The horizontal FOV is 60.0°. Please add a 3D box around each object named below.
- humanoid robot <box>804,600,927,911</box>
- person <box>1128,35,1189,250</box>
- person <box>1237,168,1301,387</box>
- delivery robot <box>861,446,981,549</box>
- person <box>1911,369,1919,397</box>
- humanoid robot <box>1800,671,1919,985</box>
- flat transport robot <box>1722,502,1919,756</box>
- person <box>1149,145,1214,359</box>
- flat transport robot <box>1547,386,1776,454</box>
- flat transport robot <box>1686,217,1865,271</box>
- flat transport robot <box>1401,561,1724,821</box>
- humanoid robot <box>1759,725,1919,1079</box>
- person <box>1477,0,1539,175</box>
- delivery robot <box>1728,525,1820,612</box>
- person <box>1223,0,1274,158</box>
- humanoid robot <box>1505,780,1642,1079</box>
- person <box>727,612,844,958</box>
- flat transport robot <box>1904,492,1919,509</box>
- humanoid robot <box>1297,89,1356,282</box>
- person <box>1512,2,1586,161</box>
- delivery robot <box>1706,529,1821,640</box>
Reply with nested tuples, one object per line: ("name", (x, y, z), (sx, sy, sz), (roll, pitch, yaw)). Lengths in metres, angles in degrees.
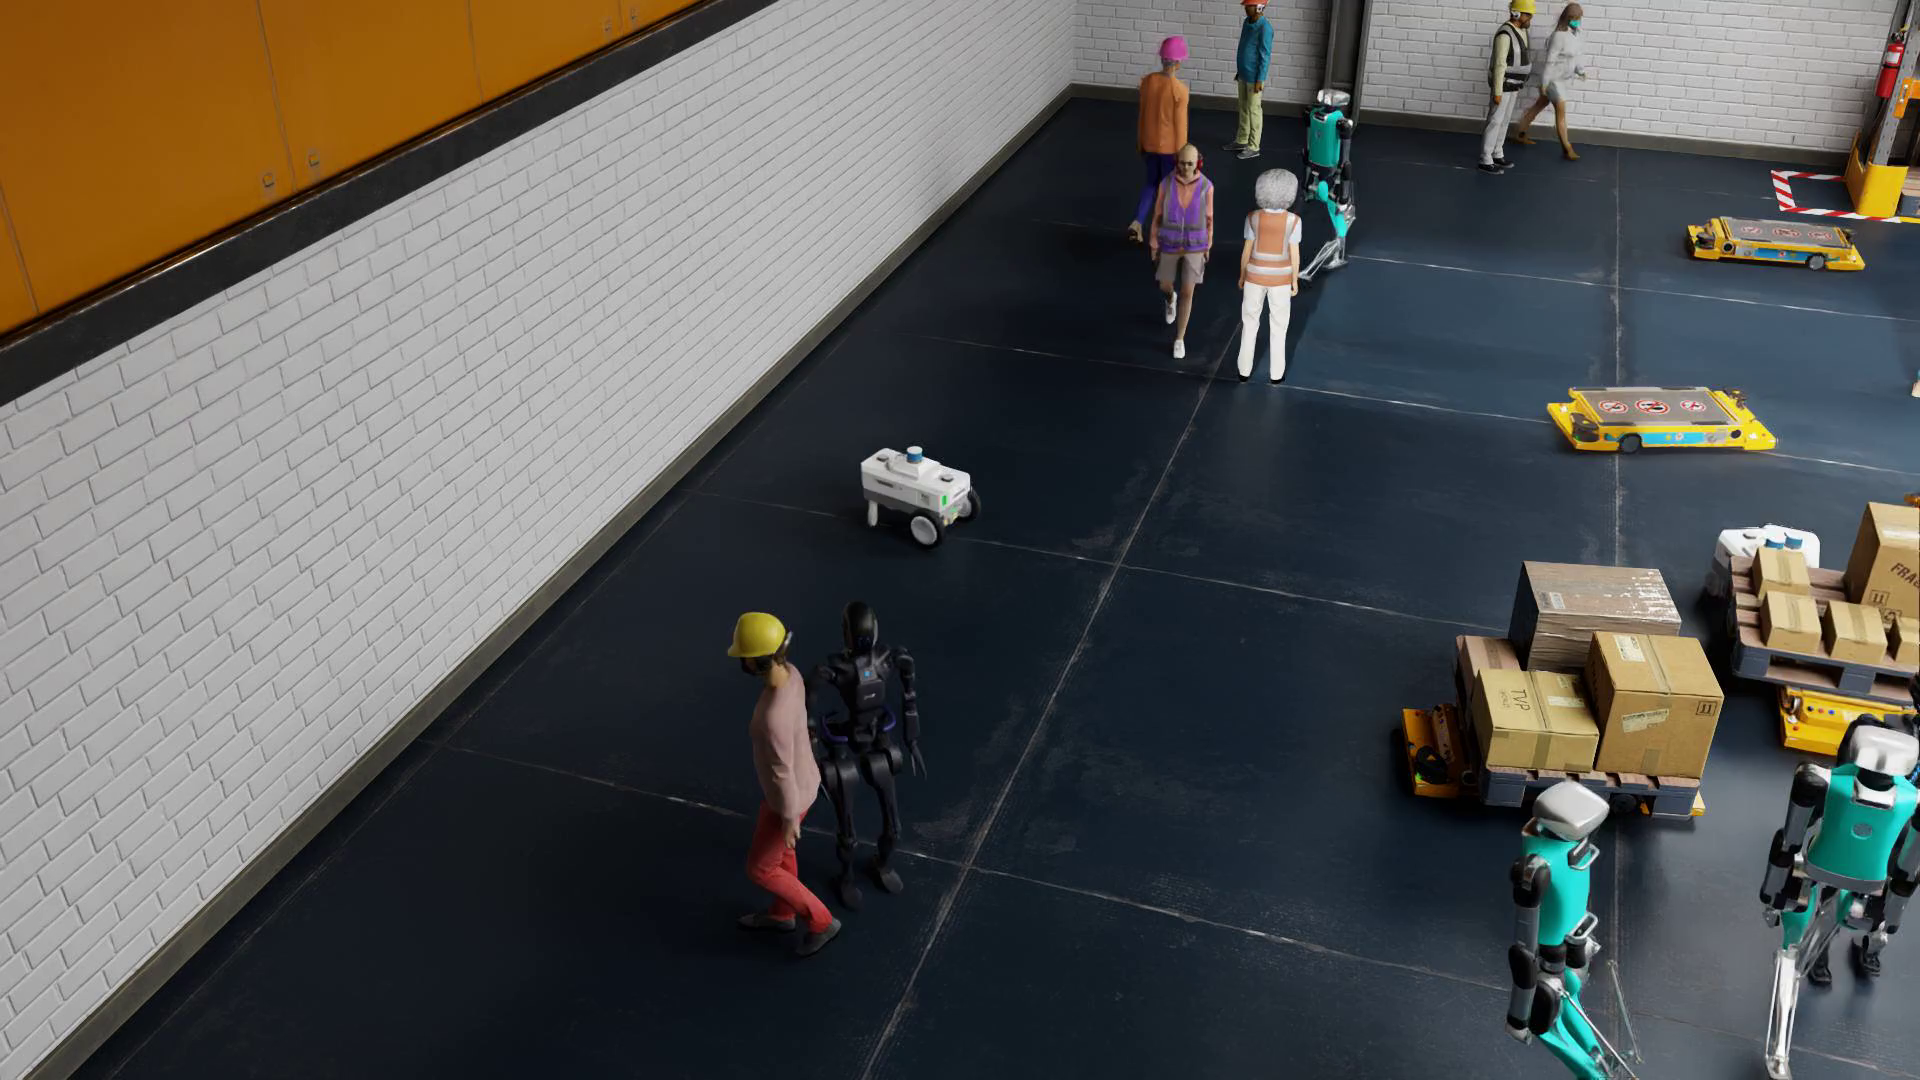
("humanoid robot", (-0.452, 0.974, 7.572), (0.616, 1.648, 0.304), (-13, 33, -21))
("person", (1.817, -3.549, 14.991), (0.520, 1.963, 0.504), (23, 37, 33))
("person", (2.335, -1.978, 12.585), (0.455, 1.687, 0.304), (7, 31, 12))
("delivery robot", (-0.284, -0.328, 10.883), (0.742, 0.575, 0.514), (19, 35, 28))
("person", (7.496, -1.885, 12.263), (0.523, 1.864, 0.376), (20, 36, 30))
("humanoid robot", (3.945, 1.210, 7.177), (0.609, 1.656, 0.405), (7, 31, 11))
("flat transport robot", (4.939, 0.749, 9.351), (0.659, 0.231, 1.431), (10, 32, 16))
("person", (1.762, -2.343, 13.226), (0.497, 1.667, 0.709), (6, 31, 10))
("flat transport robot", (5.100, -0.877, 12.118), (1.431, 0.231, 0.659), (0, 30, -1))
("flat transport robot", (7.469, -2.720, 15.253), (1.431, 0.231, 0.659), (7, 31, 13))
("flat transport robot", (3.084, 1.124, 8.713), (1.431, 0.231, 0.659), (4, 31, 6))
("humanoid robot", (3.570, 1.384, 6.832), (0.537, 1.729, 1.029), (13, 33, 21))
("person", (5.622, -4.684, 17.064), (0.403, 1.824, 0.590), (20, 36, 31))
("delivery robot", (4.920, 0.237, 9.950), (0.499, 0.604, 0.801), (13, 33, 21))
("person", (3.057, -4.933, 17.551), (0.328, 1.750, 0.568), (-9, 32, -15))
("humanoid robot", (2.440, 1.785, 6.152), (0.971, 1.764, 0.549), (25, 39, 36))
("person", (-0.765, 1.097, 7.293), (0.573, 1.744, 0.582), (2, 30, 3))
("flat transport robot", (6.838, -0.100, 10.796), (1.431, 0.231, 0.659), (-5, 31, -8))
("humanoid robot", (3.251, -3.057, 14.357), (0.983, 1.726, 0.539), (-20, 36, -30))
("person", (6.332, -4.893, 17.617), (0.869, 1.608, 0.581), (23, 38, 34))
("delivery robot", (4.802, 0.244, 9.919), (0.499, 0.585, 0.784), (-2, 31, -3))
